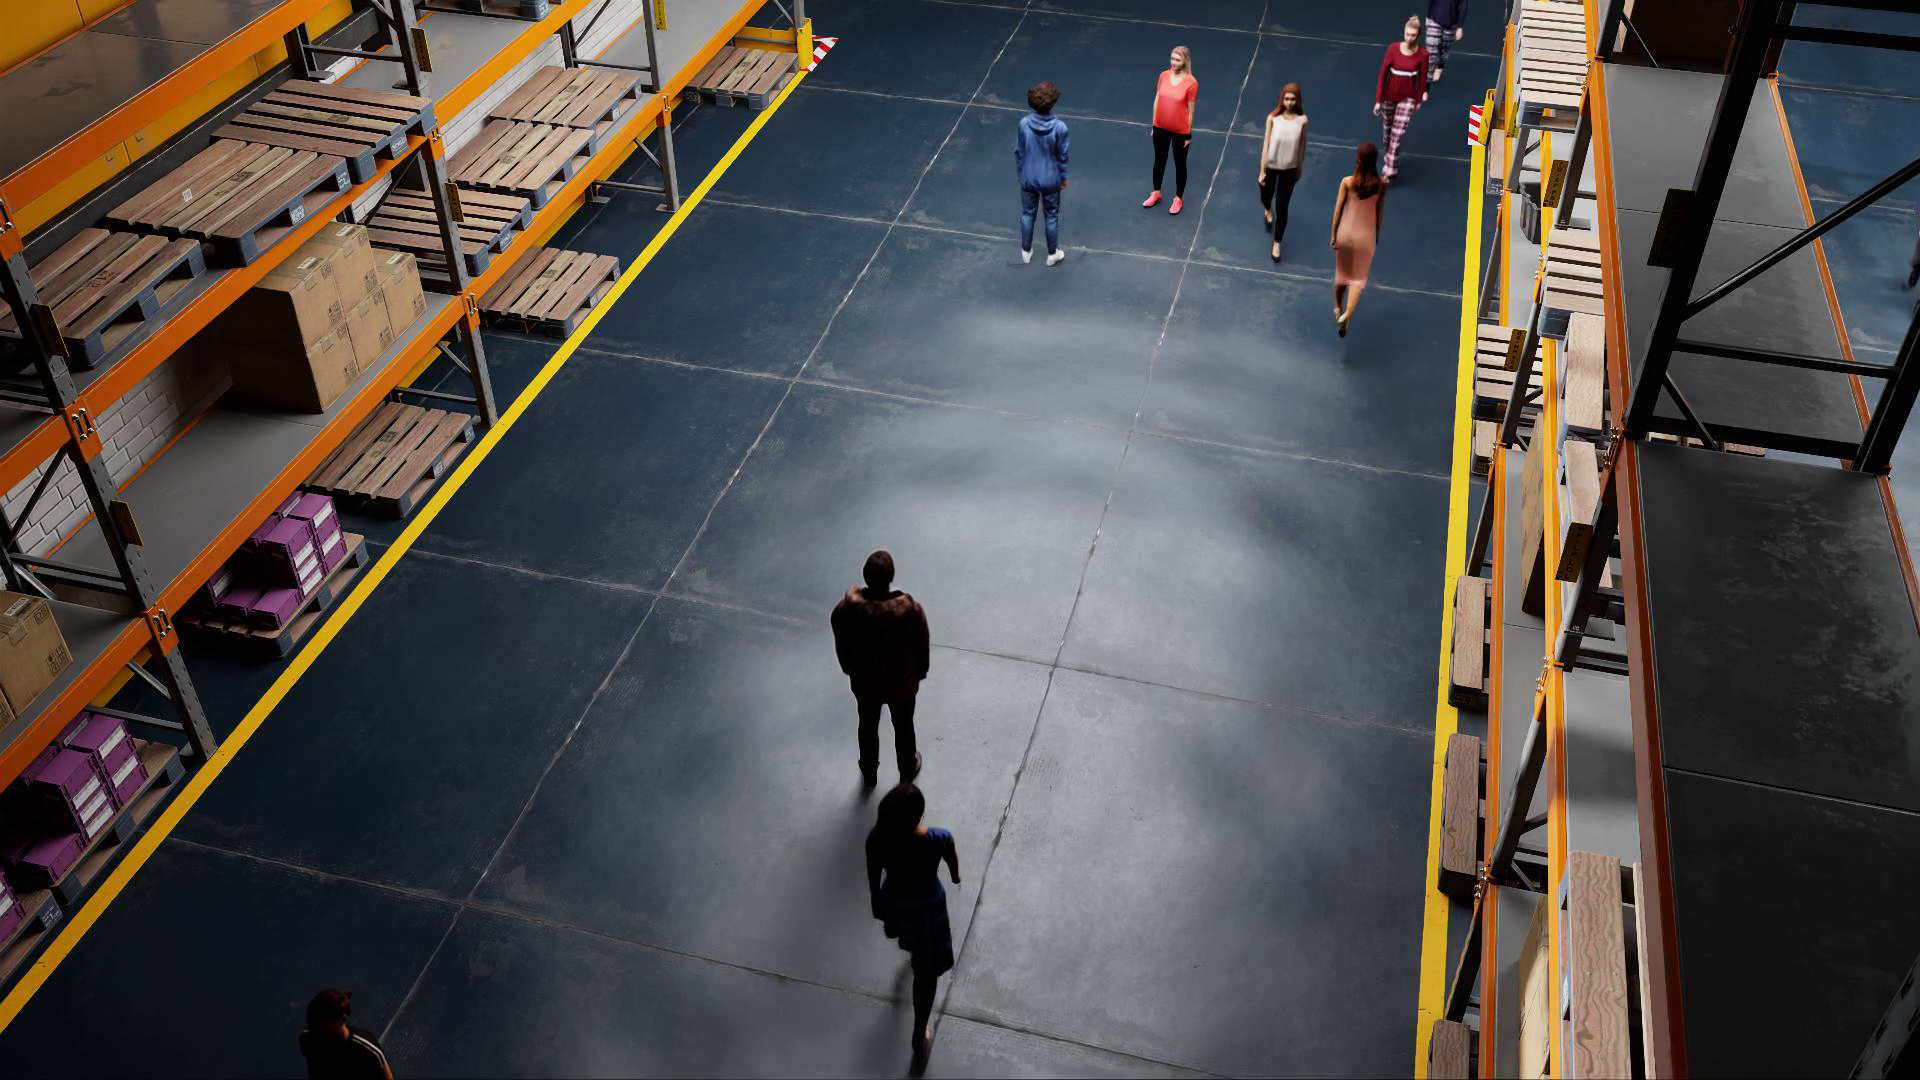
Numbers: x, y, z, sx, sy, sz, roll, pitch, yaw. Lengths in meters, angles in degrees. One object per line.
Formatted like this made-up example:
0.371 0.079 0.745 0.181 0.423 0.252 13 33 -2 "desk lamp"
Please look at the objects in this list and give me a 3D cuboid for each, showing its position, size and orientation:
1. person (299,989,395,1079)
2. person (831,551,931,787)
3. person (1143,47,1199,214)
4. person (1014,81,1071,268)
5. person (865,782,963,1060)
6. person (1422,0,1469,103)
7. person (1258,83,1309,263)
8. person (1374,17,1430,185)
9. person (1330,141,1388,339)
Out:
-2.916 2.725 8.112 0.575 1.668 0.506 9 39 11 "person"
-0.473 0.821 10.351 0.796 1.848 0.752 2 39 2 "person"
2.137 -4.115 16.656 0.650 1.695 0.623 21 43 24 "person"
0.772 -3.459 15.743 0.673 1.808 0.540 10 40 13 "person"
-0.249 2.063 8.876 0.765 1.750 1.192 4 39 5 "person"
5.518 -5.907 18.911 0.700 1.680 1.186 15 41 18 "person"
3.068 -3.608 16.025 0.580 1.689 1.075 8 39 9 "person"
4.571 -4.612 17.309 0.708 1.656 1.083 14 41 16 "person"
3.490 -2.598 14.663 0.578 1.810 0.967 9 40 12 "person"
